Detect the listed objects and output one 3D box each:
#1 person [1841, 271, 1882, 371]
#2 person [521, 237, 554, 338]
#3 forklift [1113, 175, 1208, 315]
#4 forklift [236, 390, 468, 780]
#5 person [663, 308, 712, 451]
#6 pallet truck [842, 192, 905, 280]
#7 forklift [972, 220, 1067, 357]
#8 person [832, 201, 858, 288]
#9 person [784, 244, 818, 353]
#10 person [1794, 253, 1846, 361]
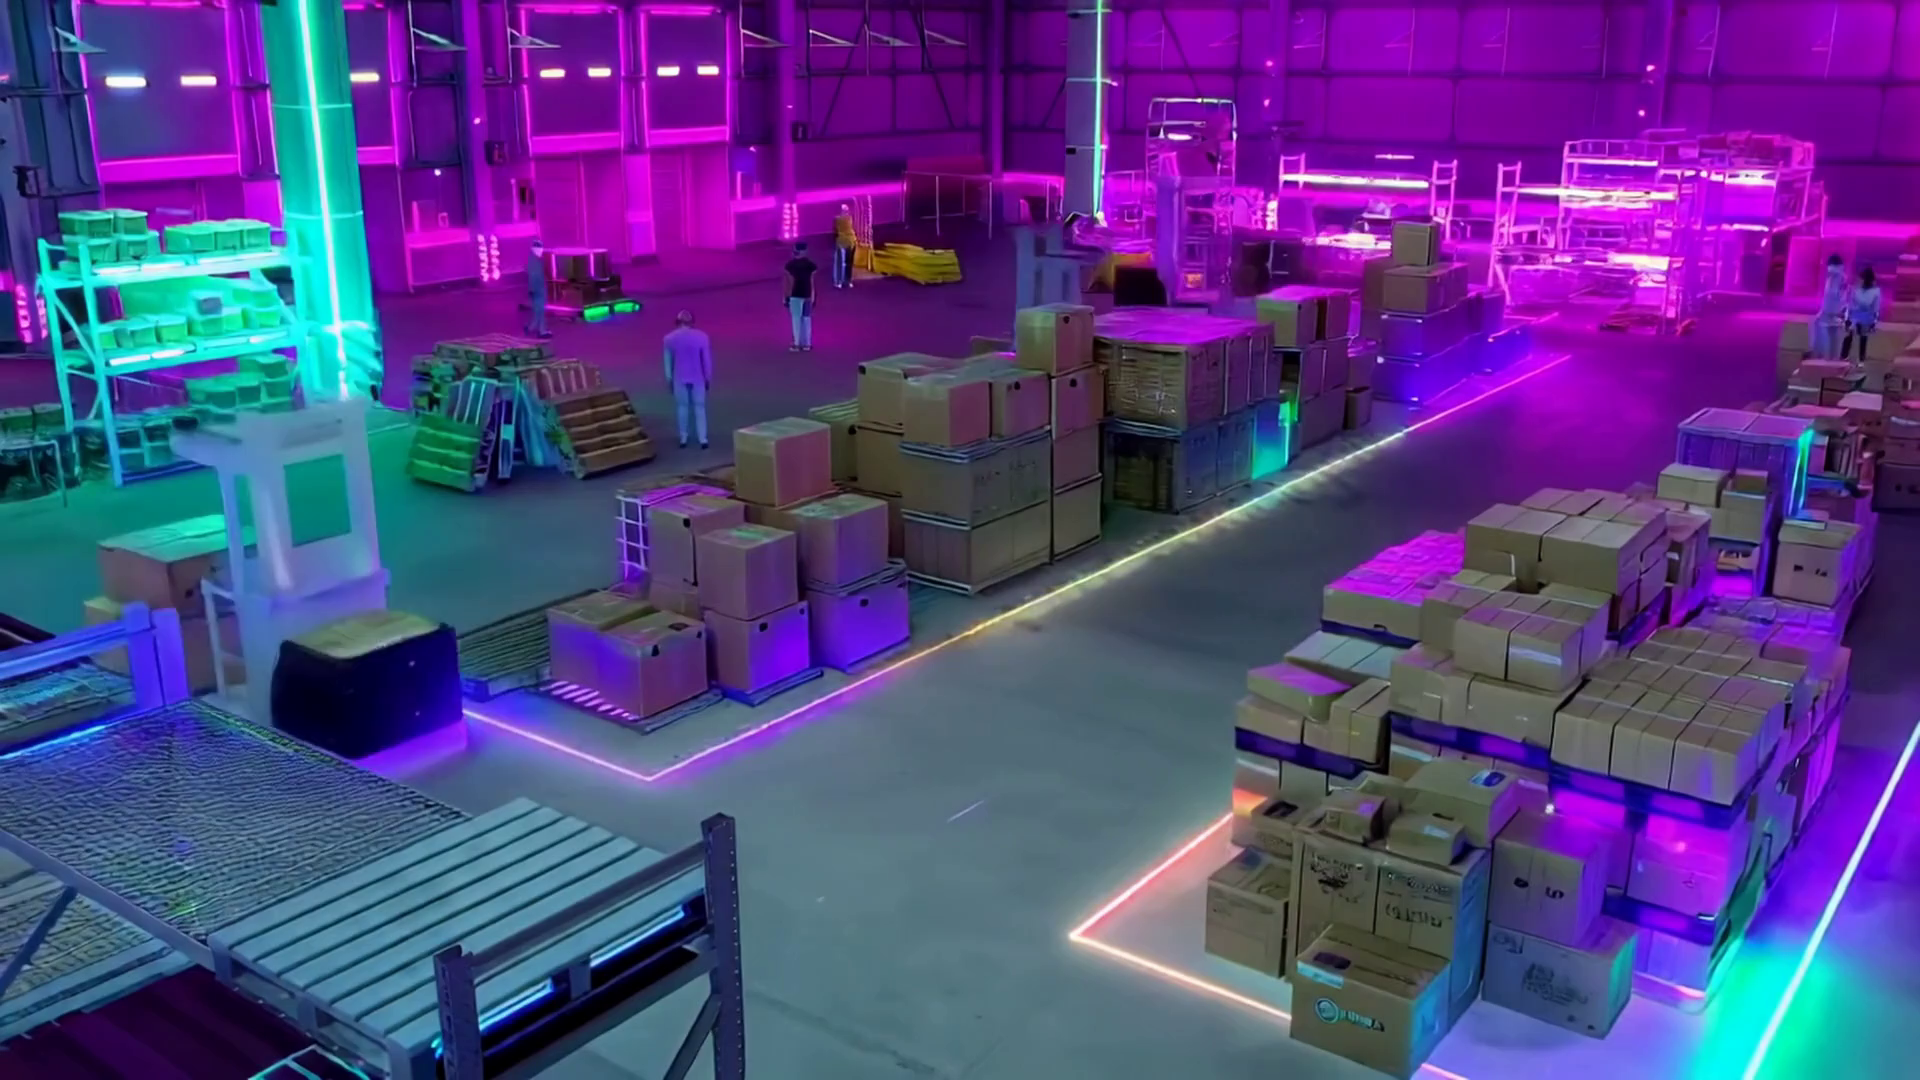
[{"bbox_3d":[15.185,-3.699,28.045,0.531,1.692,0.320,8,19,25],"label":"person"},{"bbox_3d":[-7.901,-4.665,30.884,0.643,1.910,0.592,-15,22,-40],"label":"person"},{"bbox_3d":[4.016,-5.765,32.864,1.873,2.768,1.129,2,17,8],"label":"forklift"},{"bbox_3d":[-4.883,0.292,12.806,1.873,2.768,1.129,12,21,35],"label":"forklift"},{"bbox_3d":[-3.682,-2.175,22.582,0.635,1.936,0.354,-1,17,-3],"label":"person"},{"bbox_3d":[-1.936,-7.159,38.982,1.885,1.965,0.823,-12,21,-34],"label":"pallet truck"},{"bbox_3d":[1.182,-3.333,24.812,1.873,2.768,1.129,12,21,35],"label":"forklift"},{"bbox_3d":[-2.570,-6.633,37.386,0.584,1.918,0.408,3,17,11],"label":"person"},{"bbox_3d":[-2.839,-4.310,29.676,0.636,1.929,0.385,-9,19,-28],"label":"person"},{"bbox_3d":[14.950,-4.027,28.799,0.823,1.887,0.593,2,17,7],"label":"person"}]
